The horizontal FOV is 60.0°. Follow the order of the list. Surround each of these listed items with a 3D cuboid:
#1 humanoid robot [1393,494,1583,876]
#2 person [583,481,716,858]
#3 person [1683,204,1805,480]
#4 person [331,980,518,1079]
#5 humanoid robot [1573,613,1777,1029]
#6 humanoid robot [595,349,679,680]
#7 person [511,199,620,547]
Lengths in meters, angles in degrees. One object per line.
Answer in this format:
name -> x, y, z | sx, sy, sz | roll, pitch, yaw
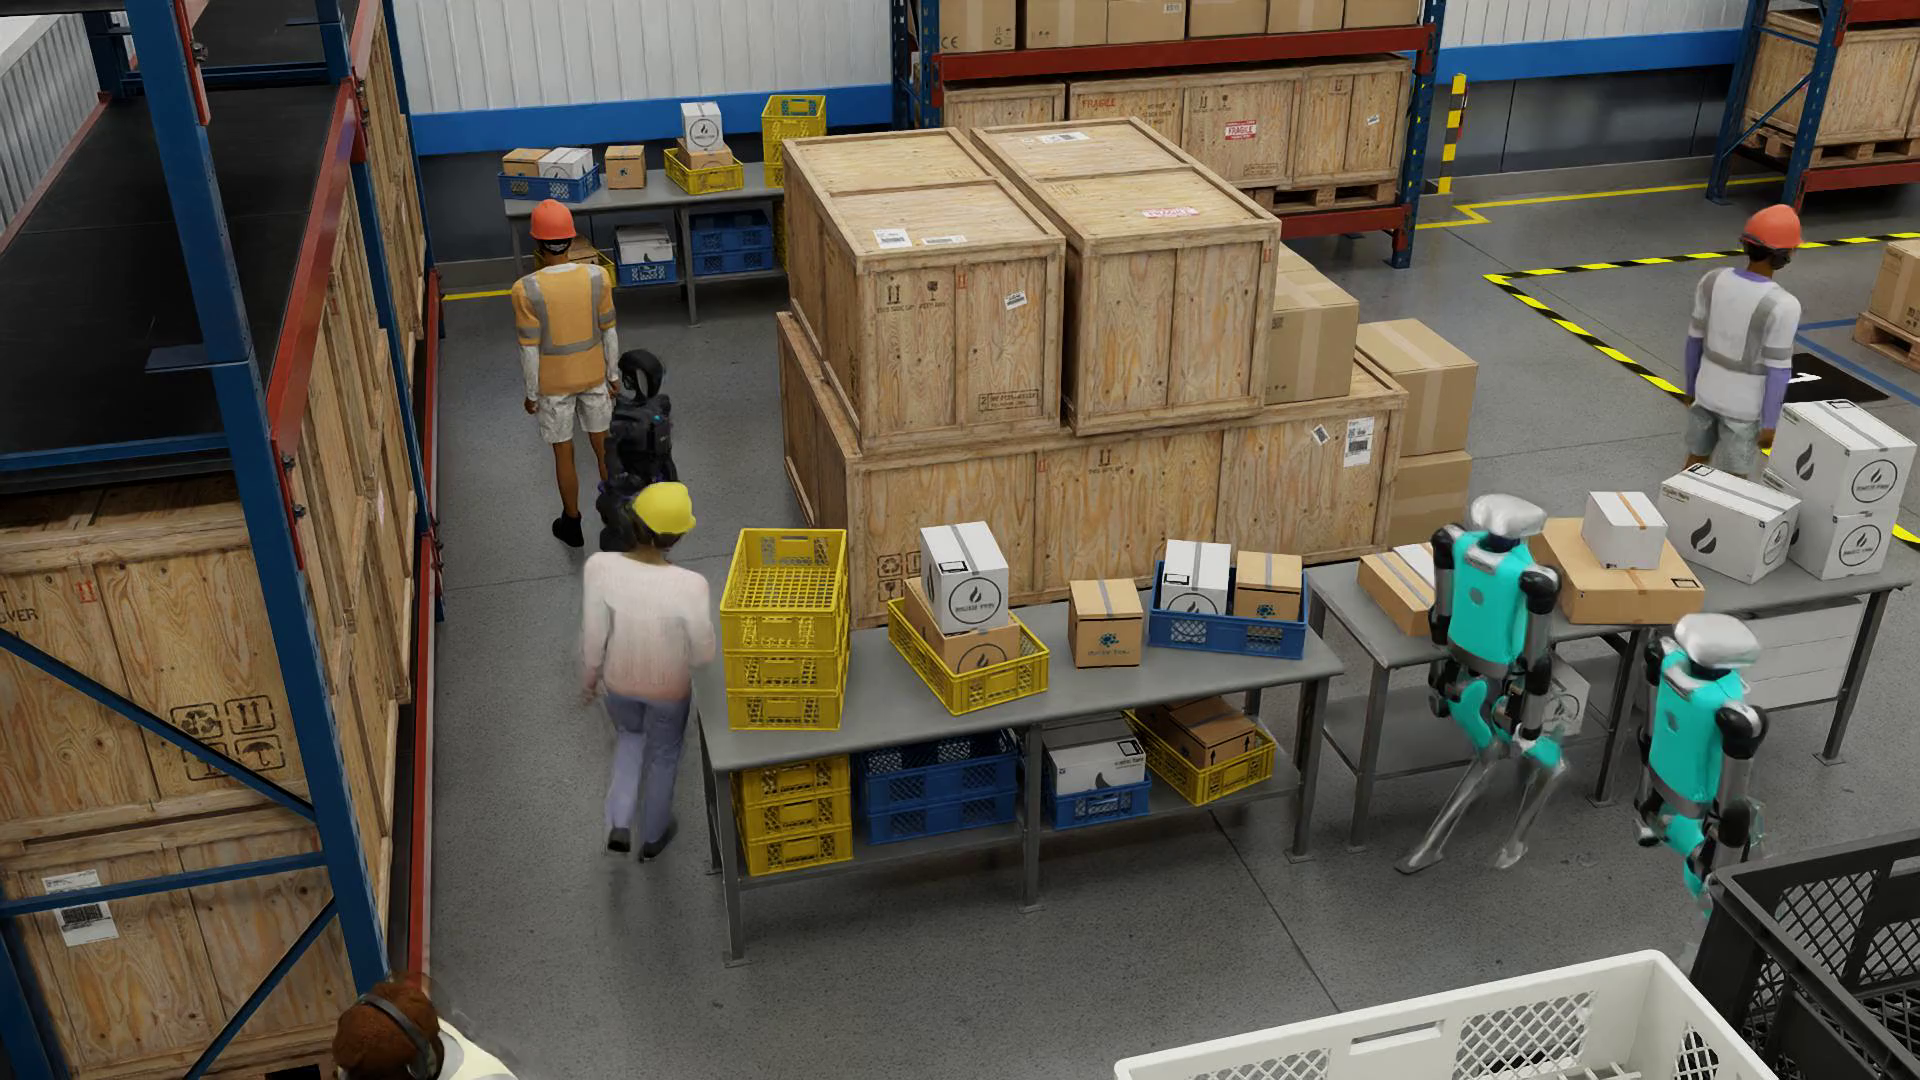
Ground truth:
humanoid robot -> 2.172, 0.571, 6.551 | 0.823, 1.770, 0.542 | -19, 34, -31
person -> -1.212, 0.552, 6.584 | 0.551, 1.732, 0.394 | 6, 29, 11
person -> 4.016, -0.732, 8.620 | 0.389, 2.036, 0.620 | -12, 31, -20
person -> -1.339, 1.829, 4.208 | 0.648, 1.798, 0.910 | 17, 33, 28
humanoid robot -> 2.721, 1.010, 5.803 | 0.996, 1.753, 0.535 | -7, 30, -12
humanoid robot -> -1.568, -0.126, 7.892 | 0.427, 1.647, 0.619 | 11, 31, 18
person -> -2.111, -0.888, 8.999 | 0.551, 1.935, 0.358 | -17, 33, -28
